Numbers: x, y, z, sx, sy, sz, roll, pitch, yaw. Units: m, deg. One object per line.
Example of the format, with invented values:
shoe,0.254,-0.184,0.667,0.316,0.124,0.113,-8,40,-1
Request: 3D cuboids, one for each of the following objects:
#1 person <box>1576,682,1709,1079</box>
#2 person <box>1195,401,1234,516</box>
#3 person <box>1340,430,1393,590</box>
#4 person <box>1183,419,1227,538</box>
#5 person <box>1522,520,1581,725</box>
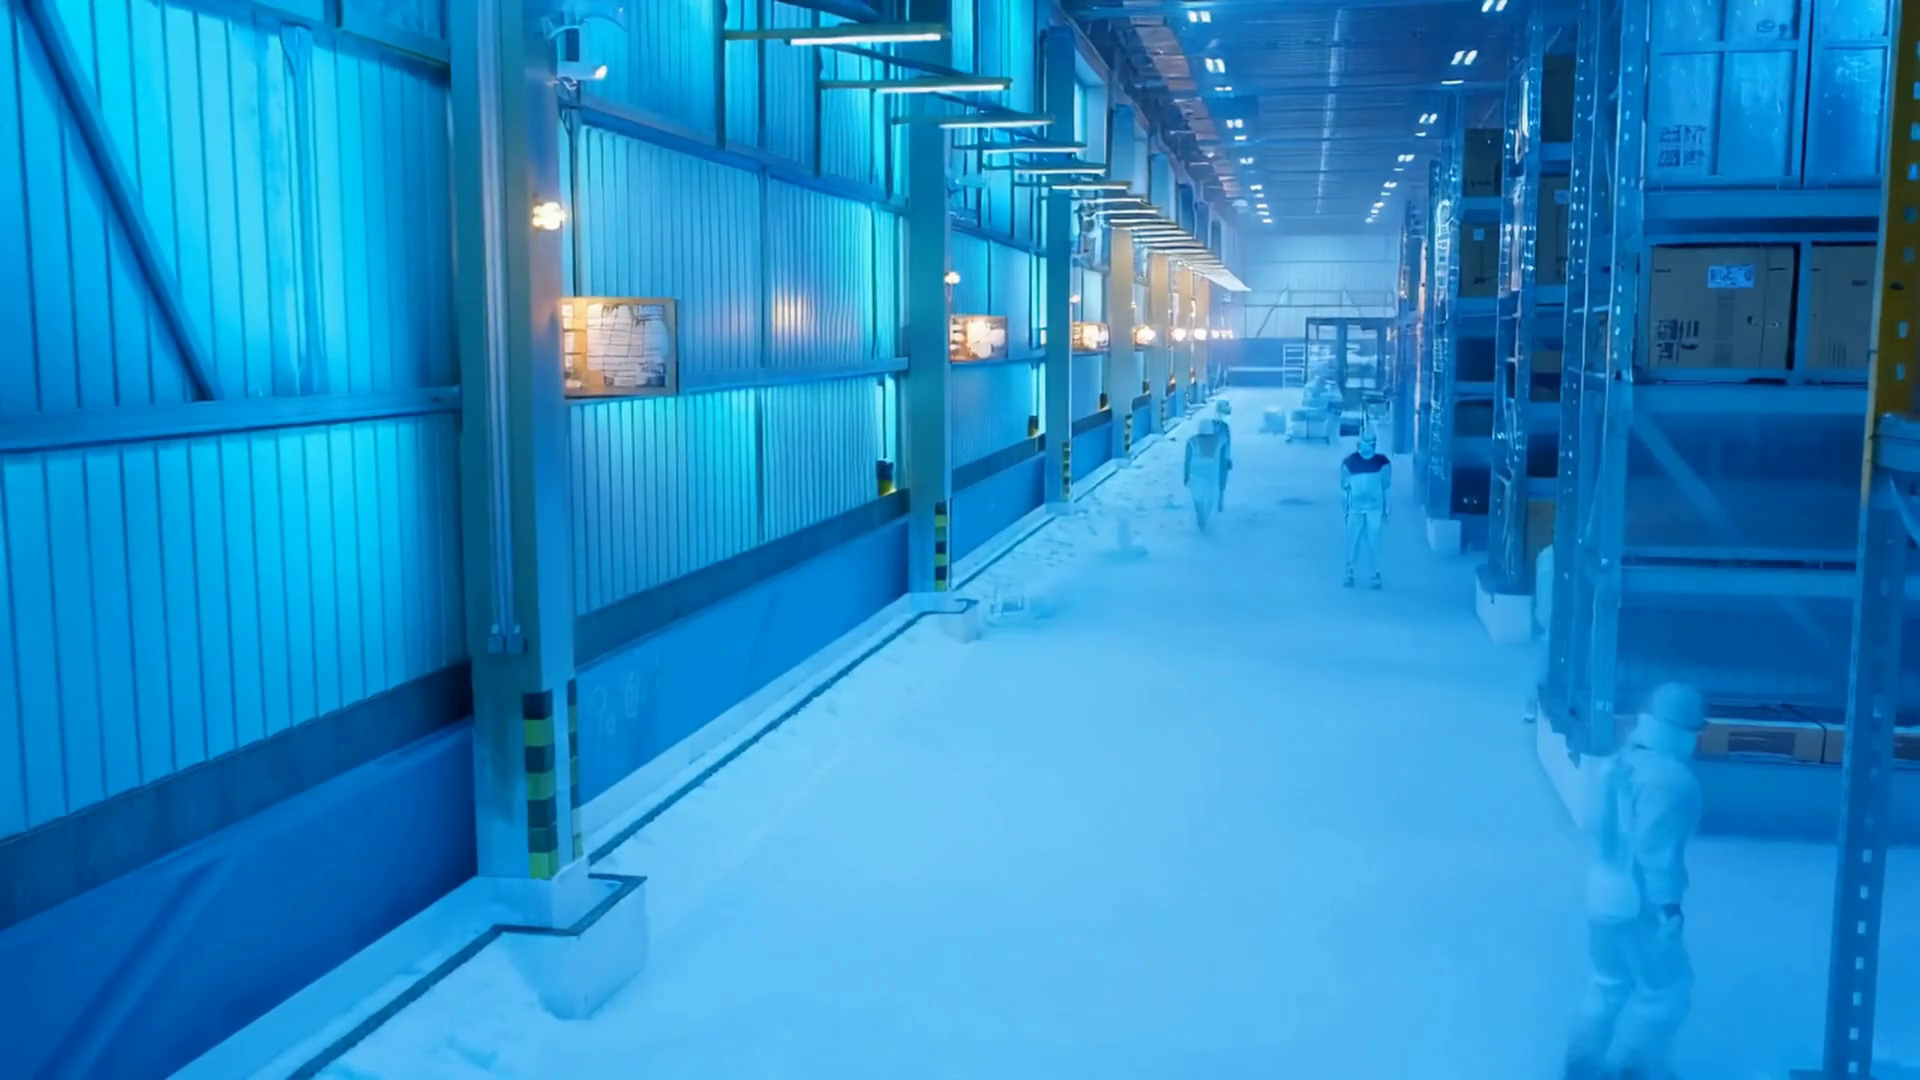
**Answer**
person,2.768,1.411,6.716,0.550,1.714,0.606,-3,8,-22
person,4.312,-1.382,28.150,0.382,1.945,0.671,-6,9,-39
person,4.890,-0.358,20.054,0.624,1.931,0.368,3,8,26
person,3.719,-0.943,25.271,0.635,1.798,0.957,0,7,2
person,4.745,0.621,13.038,0.682,1.711,0.570,0,7,-1
